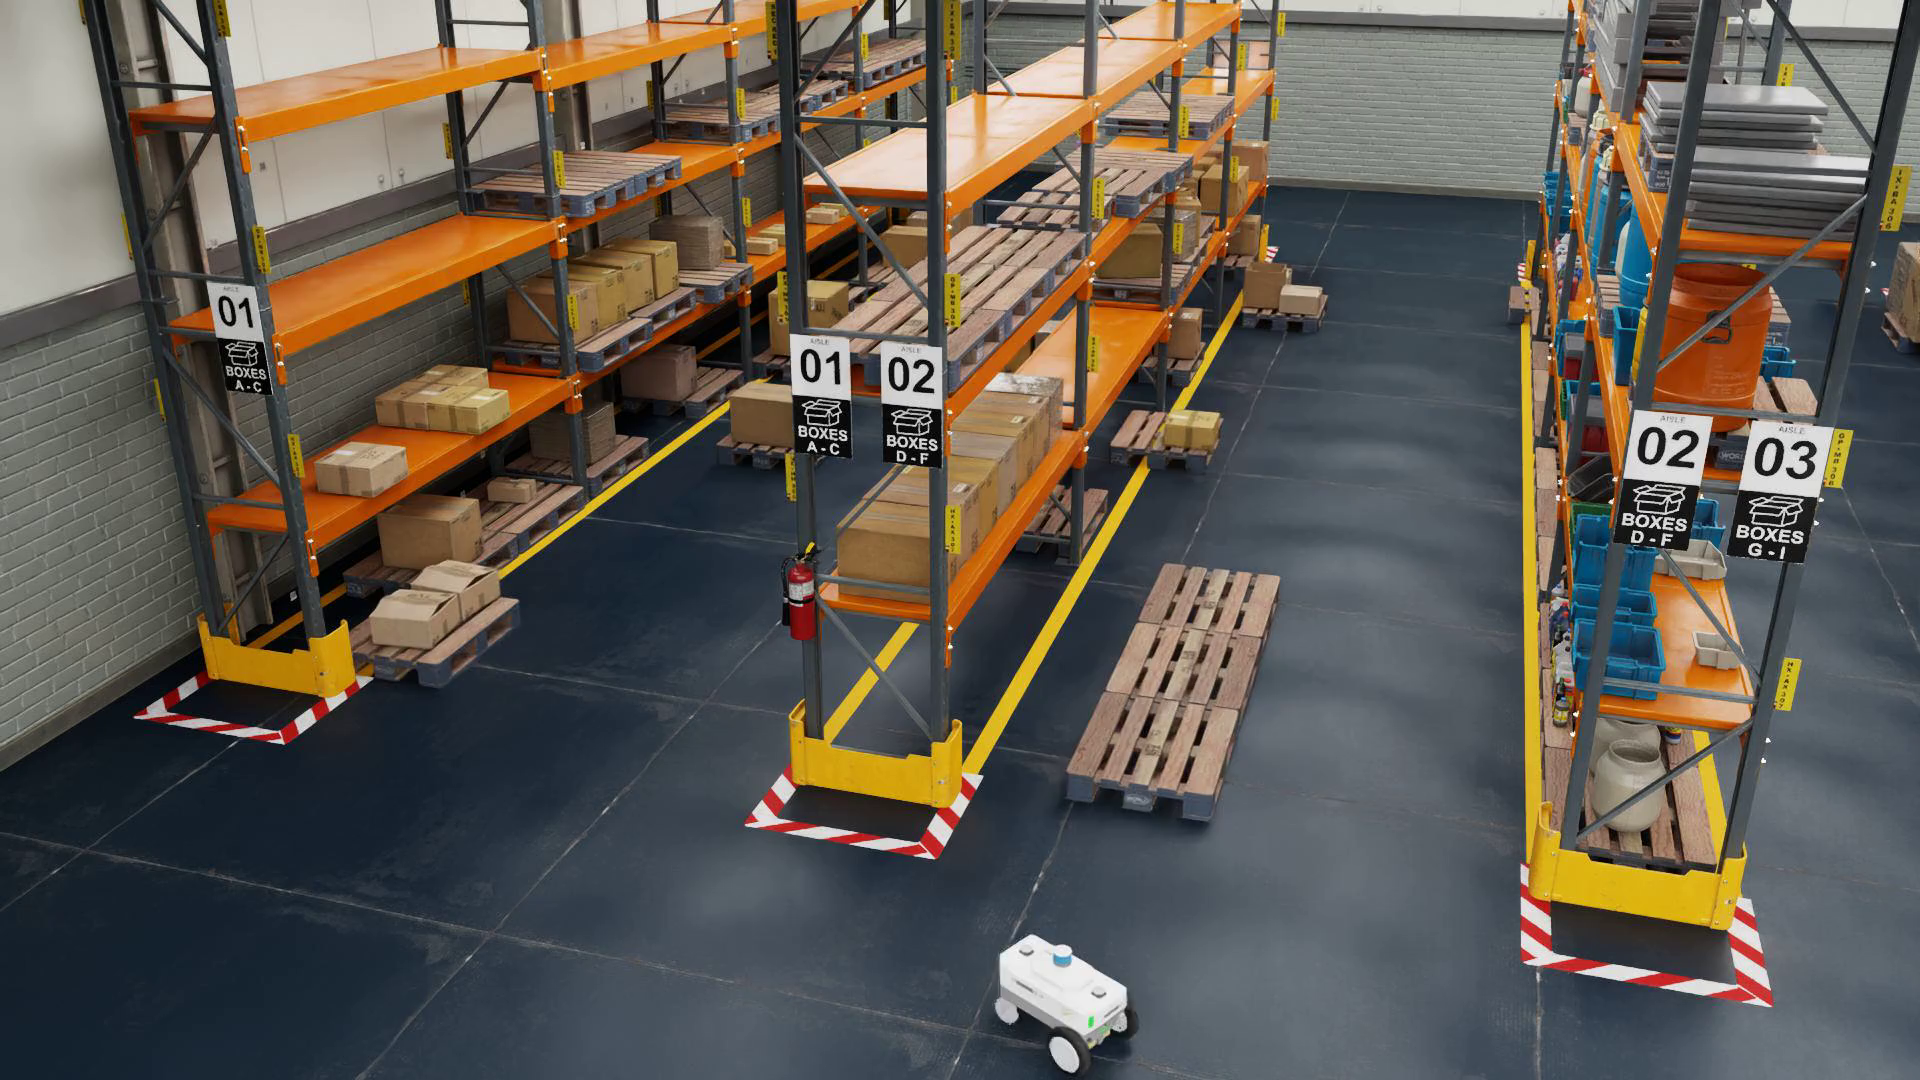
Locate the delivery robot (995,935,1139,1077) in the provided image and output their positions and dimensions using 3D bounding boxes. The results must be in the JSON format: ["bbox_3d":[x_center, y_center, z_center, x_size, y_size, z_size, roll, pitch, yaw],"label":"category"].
[{"bbox_3d":[0.573,2.492,9.042,0.775,0.601,0.499,21,31,40],"label":"delivery robot"}]

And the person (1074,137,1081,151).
[{"bbox_3d":[2.057,-6.057,27.425,0.426,1.680,0.508,1,23,3],"label":"person"}]
